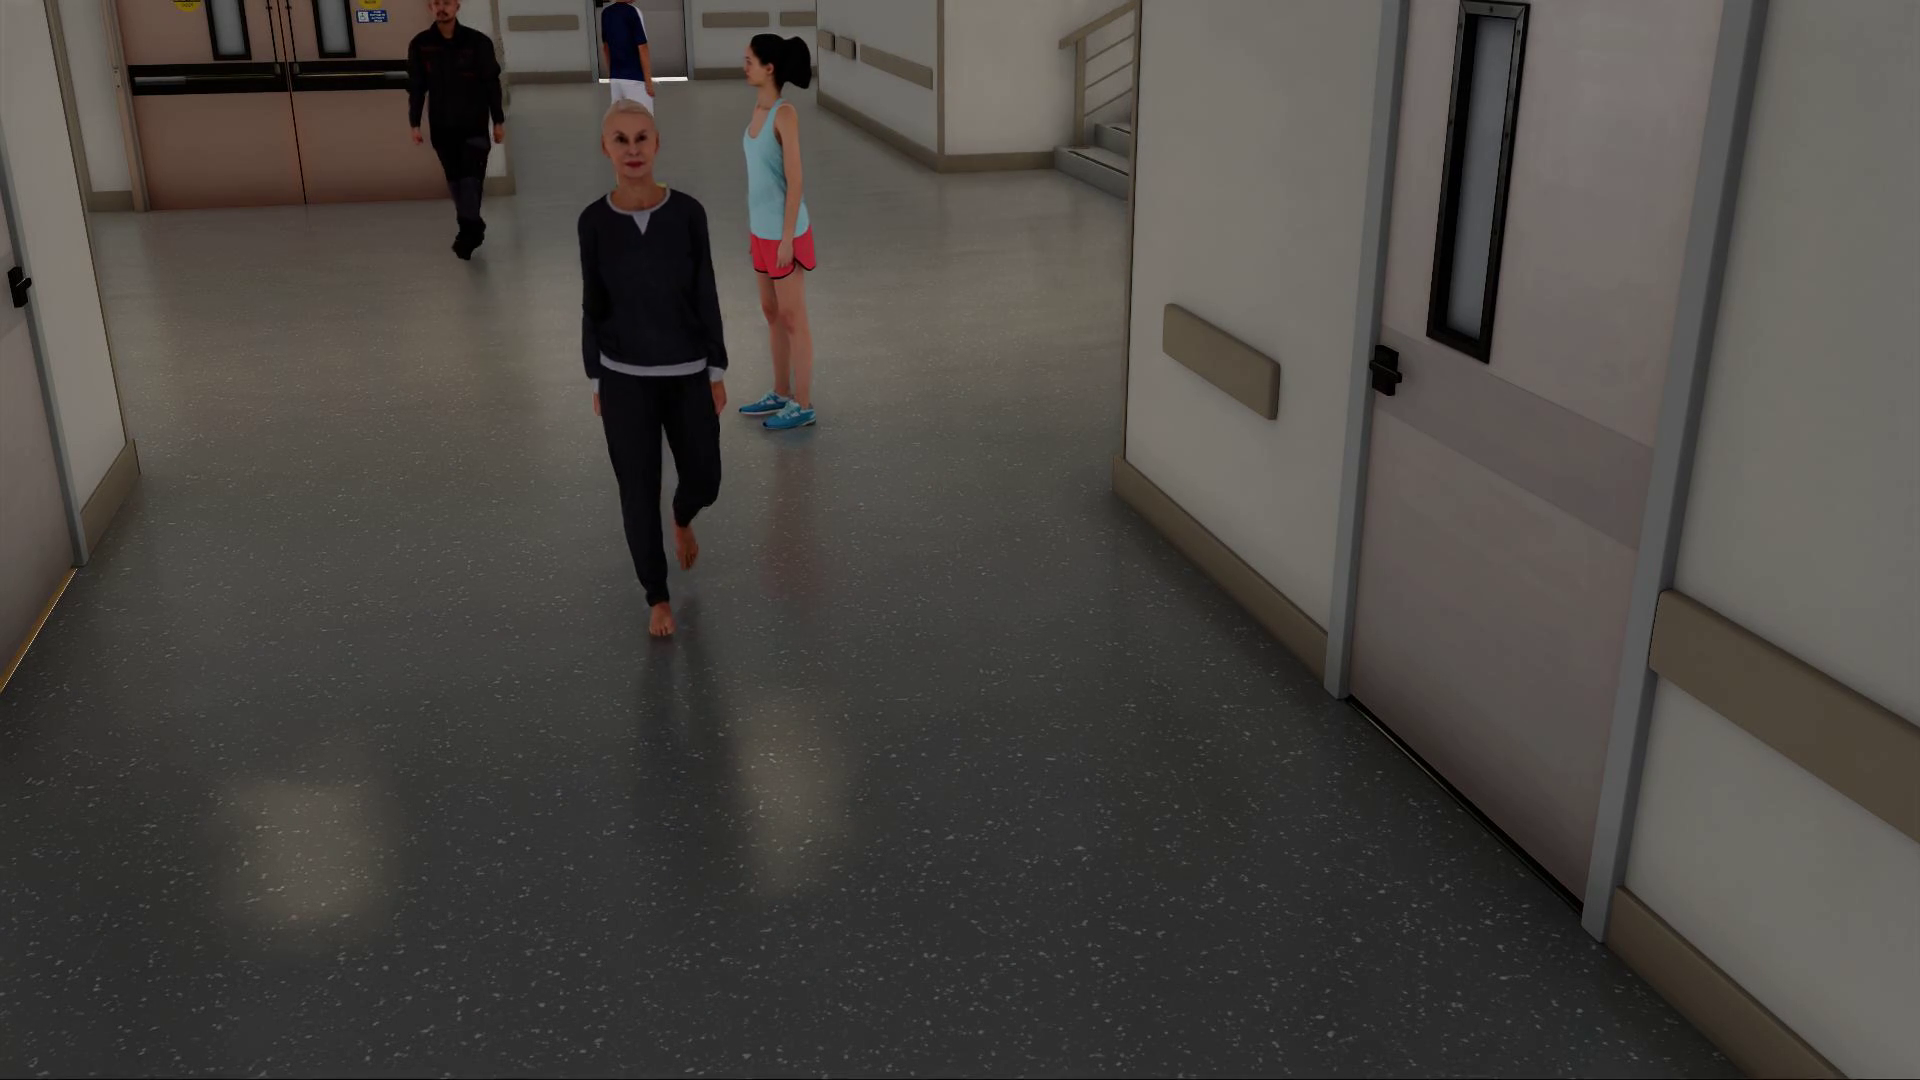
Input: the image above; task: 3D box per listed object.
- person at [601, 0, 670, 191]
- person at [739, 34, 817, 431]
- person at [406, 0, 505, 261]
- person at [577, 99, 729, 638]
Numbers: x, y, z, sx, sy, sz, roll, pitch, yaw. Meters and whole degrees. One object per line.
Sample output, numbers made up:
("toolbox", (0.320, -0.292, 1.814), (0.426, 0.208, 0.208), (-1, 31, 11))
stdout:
("person", (-2.777, -3.851, 13.960), (0.720, 1.831, 0.760), (14, 25, 33))
("person", (-0.829, -1.384, 7.541), (0.606, 1.763, 0.619), (-10, 23, -25))
("person", (-3.392, -2.836, 11.301), (1.165, 1.815, 1.041), (0, 21, 1))
("person", (-1.001, -0.575, 5.476), (0.773, 1.714, 0.674), (-5, 21, -12))
